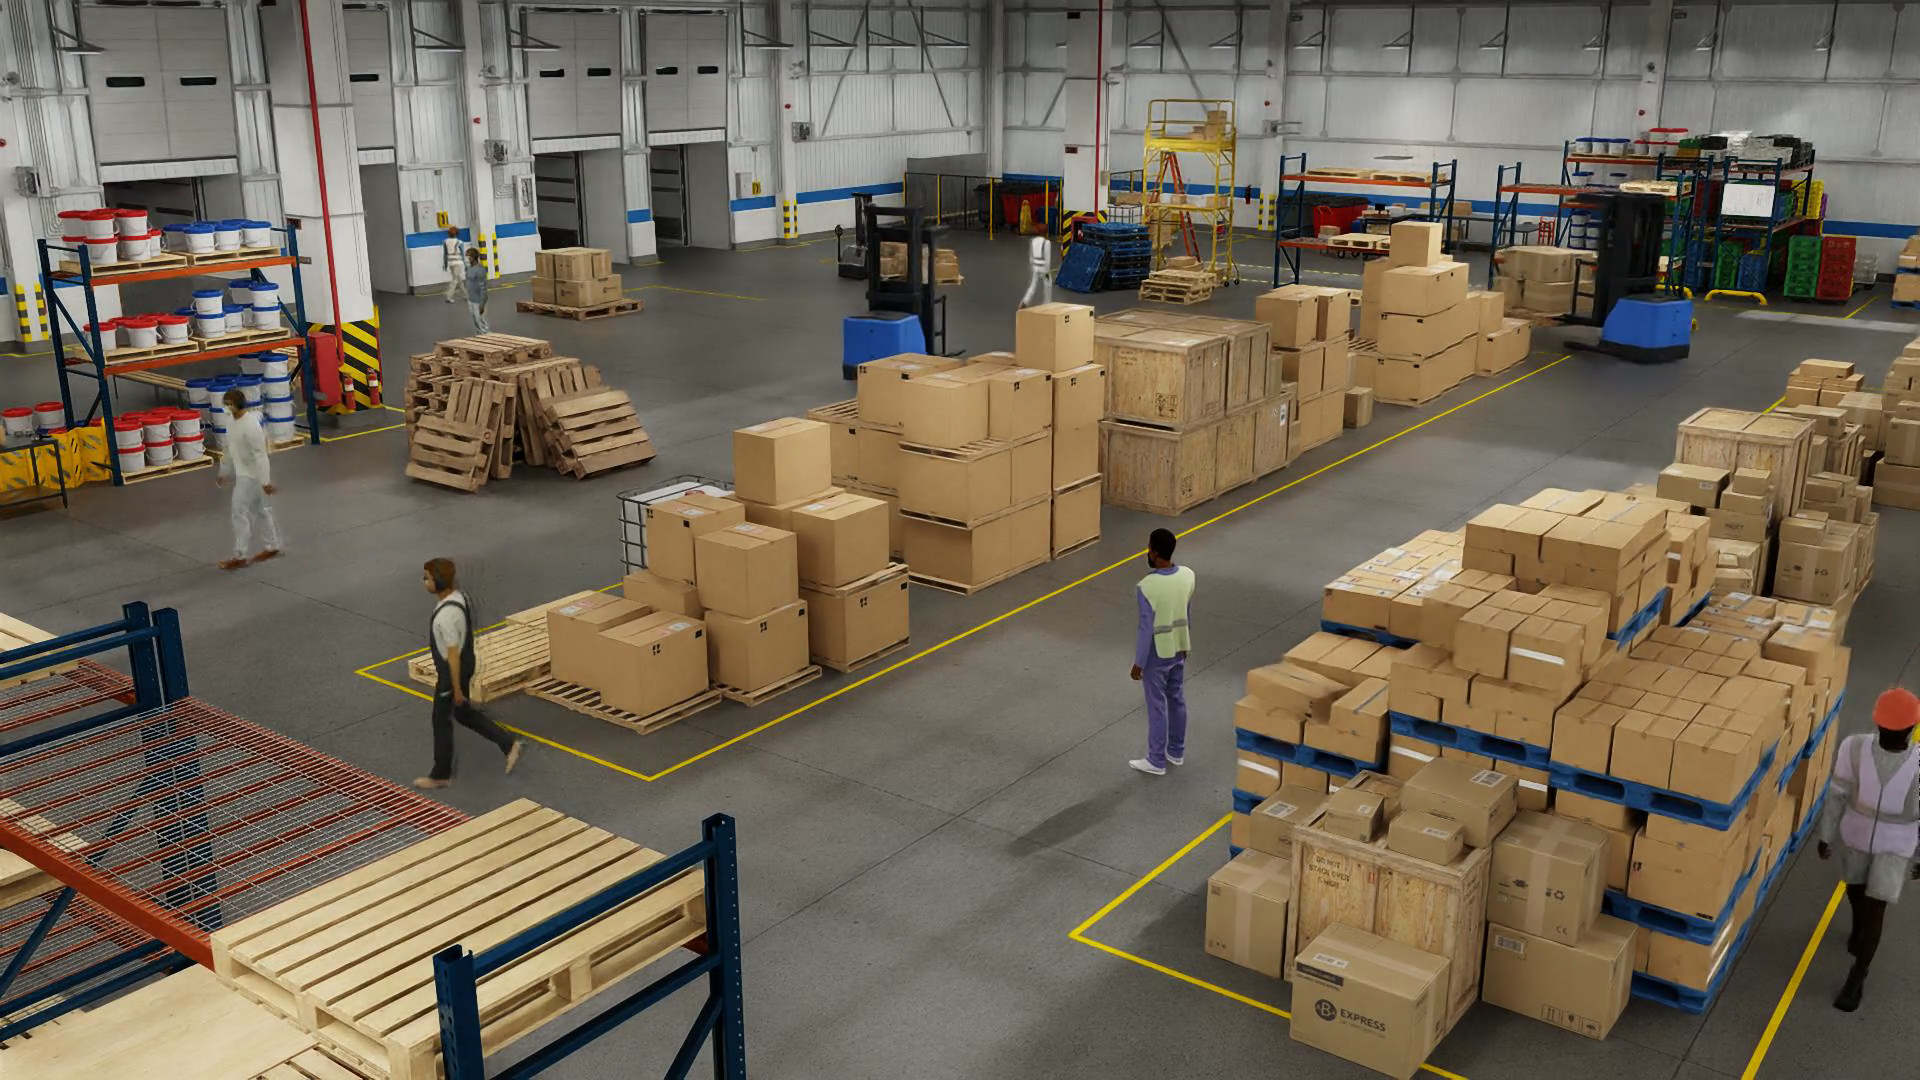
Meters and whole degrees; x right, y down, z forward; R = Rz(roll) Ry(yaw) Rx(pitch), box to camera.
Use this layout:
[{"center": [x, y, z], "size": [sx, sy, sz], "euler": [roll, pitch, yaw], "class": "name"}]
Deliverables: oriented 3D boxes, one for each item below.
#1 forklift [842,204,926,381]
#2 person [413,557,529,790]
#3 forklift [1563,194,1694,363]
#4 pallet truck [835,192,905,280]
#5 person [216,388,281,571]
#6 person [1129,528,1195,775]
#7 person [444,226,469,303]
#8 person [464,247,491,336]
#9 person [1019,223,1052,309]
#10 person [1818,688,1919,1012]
[{"center": [-1.076, -4.080, 27.285], "size": [1.129, 2.768, 1.873], "euler": [8, 18, 24], "class": "forklift"}, {"center": [-3.691, 0.985, 12.319], "size": [0.787, 1.827, 0.520], "euler": [-1, 17, -4], "class": "person"}, {"center": [11.812, -4.620, 29.073], "size": [1.129, 2.768, 1.873], "euler": [-8, 19, -26], "class": "forklift"}, {"center": [-1.936, -7.159, 38.982], "size": [1.885, 1.965, 0.823], "euler": [-12, 21, -34], "class": "pallet truck"}, {"center": [-7.645, -0.644, 17.547], "size": [0.845, 1.907, 0.641], "euler": [-14, 22, -39], "class": "person"}, {"center": [1.537, 0.848, 12.605], "size": [0.590, 1.919, 0.397], "euler": [-15, 23, -41], "class": "person"}, {"center": [-10.725, -5.855, 35.346], "size": [0.527, 1.599, 0.870], "euler": [8, 19, 25], "class": "person"}, {"center": [-8.458, -4.152, 29.128], "size": [0.372, 1.940, 0.629], "euler": [-12, 21, -35], "class": "person"}, {"center": [1.591, -5.498, 33.740], "size": [0.892, 1.856, 0.584], "euler": [-14, 22, -39], "class": "person"}, {"center": [5.391, 1.719, 9.766], "size": [0.558, 1.904, 0.954], "euler": [14, 22, 38], "class": "person"}]
